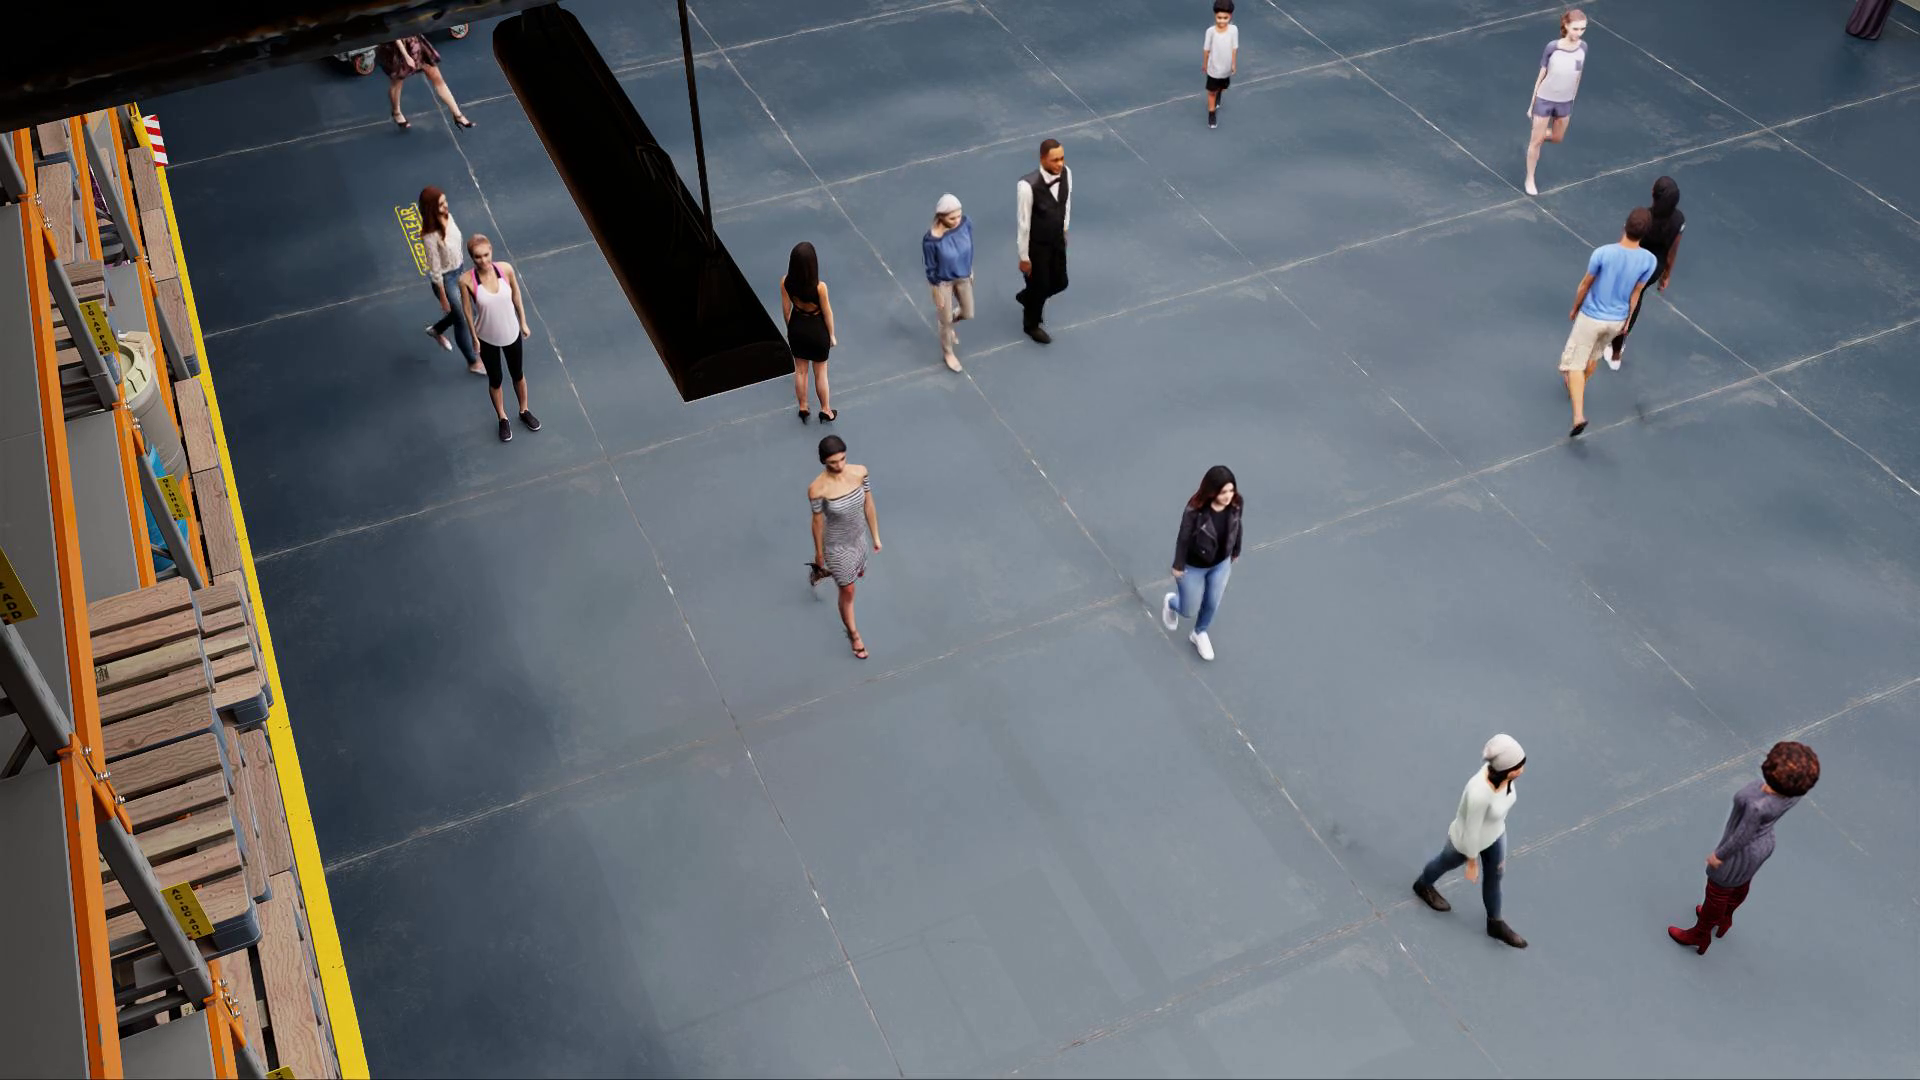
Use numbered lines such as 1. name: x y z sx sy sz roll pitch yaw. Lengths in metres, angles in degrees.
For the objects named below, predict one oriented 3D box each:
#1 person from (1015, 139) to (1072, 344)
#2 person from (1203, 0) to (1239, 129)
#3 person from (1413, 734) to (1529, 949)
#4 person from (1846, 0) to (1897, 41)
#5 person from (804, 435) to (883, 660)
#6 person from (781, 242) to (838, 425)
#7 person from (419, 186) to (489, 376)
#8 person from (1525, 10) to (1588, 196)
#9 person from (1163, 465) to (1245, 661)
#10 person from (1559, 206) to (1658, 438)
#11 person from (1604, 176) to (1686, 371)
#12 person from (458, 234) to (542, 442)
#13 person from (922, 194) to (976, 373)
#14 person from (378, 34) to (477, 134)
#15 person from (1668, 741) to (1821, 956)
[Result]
1. person: 0.611 -2.481 13.547 0.844 1.898 0.874 -27 50 -26
2. person: 2.563 -4.747 16.398 0.678 1.247 0.880 0 44 0
3. person: 2.858 1.629 9.438 0.789 1.617 1.034 -33 53 -30
4. person: 9.853 -6.128 17.581 0.774 1.615 0.717 15 46 16
5. person: -0.808 -0.026 11.042 0.755 1.799 1.044 -28 50 -26
6. person: -1.161 -1.568 12.769 0.617 1.650 0.662 11 45 12
7. person: -4.134 -2.063 13.239 0.942 1.719 0.910 10 45 10
8. person: 5.456 -4.095 15.352 0.790 1.746 0.979 0 44 0
9. person: 1.583 0.104 11.036 0.669 1.619 0.717 -15 46 -15
10. person: 4.922 -1.648 12.718 1.004 1.835 1.222 3 44 3
11. person: 5.435 -2.081 13.256 0.763 1.719 0.800 1 44 1
12. person: -3.518 -1.568 12.669 0.614 1.787 0.530 -21 48 -21
13. person: -0.139 -2.107 13.311 0.717 1.682 0.781 -29 51 -27
14. person: -5.407 -4.681 15.983 1.198 1.723 1.138 14 45 14
15. person: 4.382 1.718 9.276 0.607 1.711 0.557 -24 49 -23
